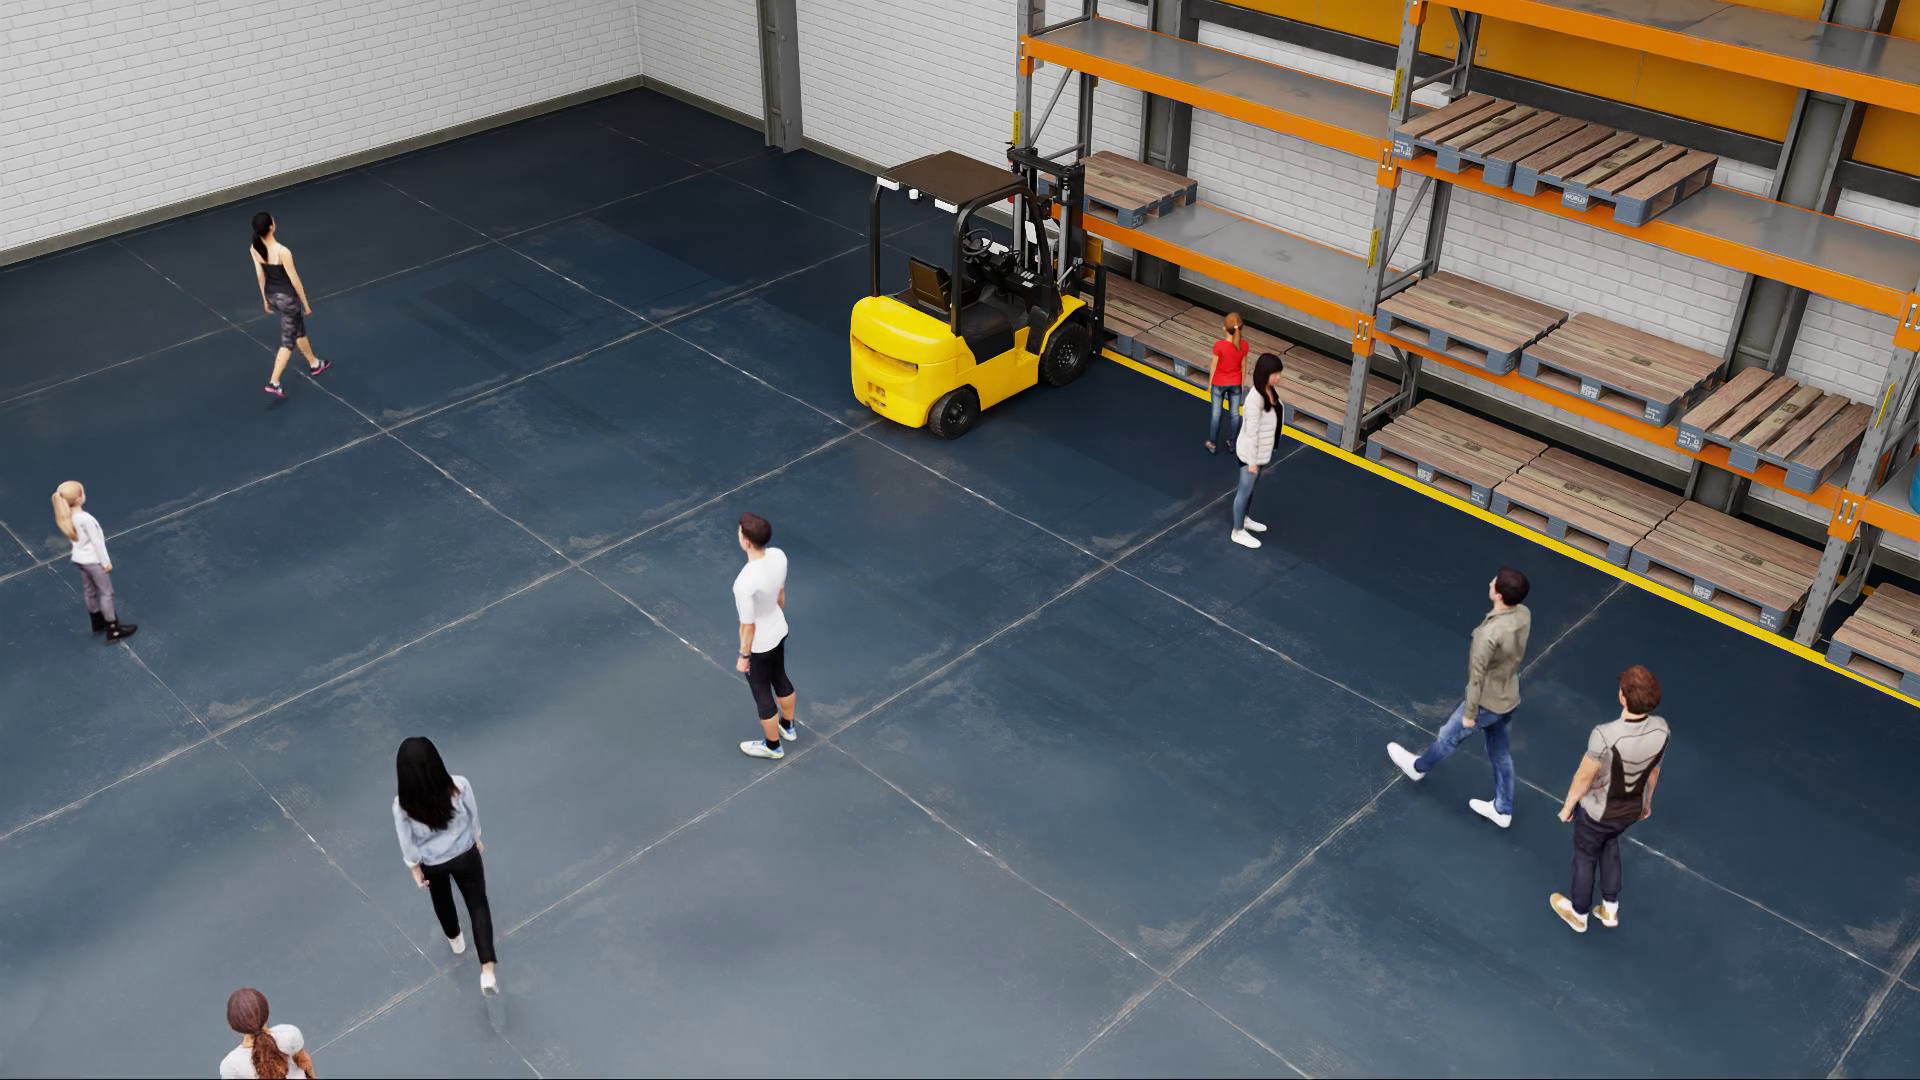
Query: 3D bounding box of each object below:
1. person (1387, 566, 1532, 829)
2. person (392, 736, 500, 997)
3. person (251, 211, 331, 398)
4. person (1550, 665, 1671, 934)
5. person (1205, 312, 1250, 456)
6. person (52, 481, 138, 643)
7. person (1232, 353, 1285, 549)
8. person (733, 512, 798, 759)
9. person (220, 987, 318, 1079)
[{"bbox_3d":[3.349,1.033,10.279,0.794,1.820,1.145,-25,41,-32],"label":"person"},{"bbox_3d":[-2.815,1.812,9.226,0.826,1.689,1.119,-15,36,-21],"label":"person"},{"bbox_3d":[-6.201,-2.116,15.133,1.130,1.691,0.967,11,35,16],"label":"person"},{"bbox_3d":[3.744,1.555,9.440,0.818,1.881,0.865,-6,34,-9],"label":"person"},{"bbox_3d":[2.305,-1.341,14.315,0.548,1.306,0.599,-4,34,-6],"label":"person"},{"bbox_3d":[-6.344,0.146,12.109,0.482,1.273,0.600,18,38,25],"label":"person"},{"bbox_3d":[2.322,-0.730,13.099,0.677,1.636,0.690,13,36,19],"label":"person"},{"bbox_3d":[-1.278,0.627,10.863,0.679,1.851,0.743,14,36,21],"label":"person"},{"bbox_3d":[-3.197,2.763,7.926,0.610,1.544,0.682,-18,38,-25],"label":"person"}]
